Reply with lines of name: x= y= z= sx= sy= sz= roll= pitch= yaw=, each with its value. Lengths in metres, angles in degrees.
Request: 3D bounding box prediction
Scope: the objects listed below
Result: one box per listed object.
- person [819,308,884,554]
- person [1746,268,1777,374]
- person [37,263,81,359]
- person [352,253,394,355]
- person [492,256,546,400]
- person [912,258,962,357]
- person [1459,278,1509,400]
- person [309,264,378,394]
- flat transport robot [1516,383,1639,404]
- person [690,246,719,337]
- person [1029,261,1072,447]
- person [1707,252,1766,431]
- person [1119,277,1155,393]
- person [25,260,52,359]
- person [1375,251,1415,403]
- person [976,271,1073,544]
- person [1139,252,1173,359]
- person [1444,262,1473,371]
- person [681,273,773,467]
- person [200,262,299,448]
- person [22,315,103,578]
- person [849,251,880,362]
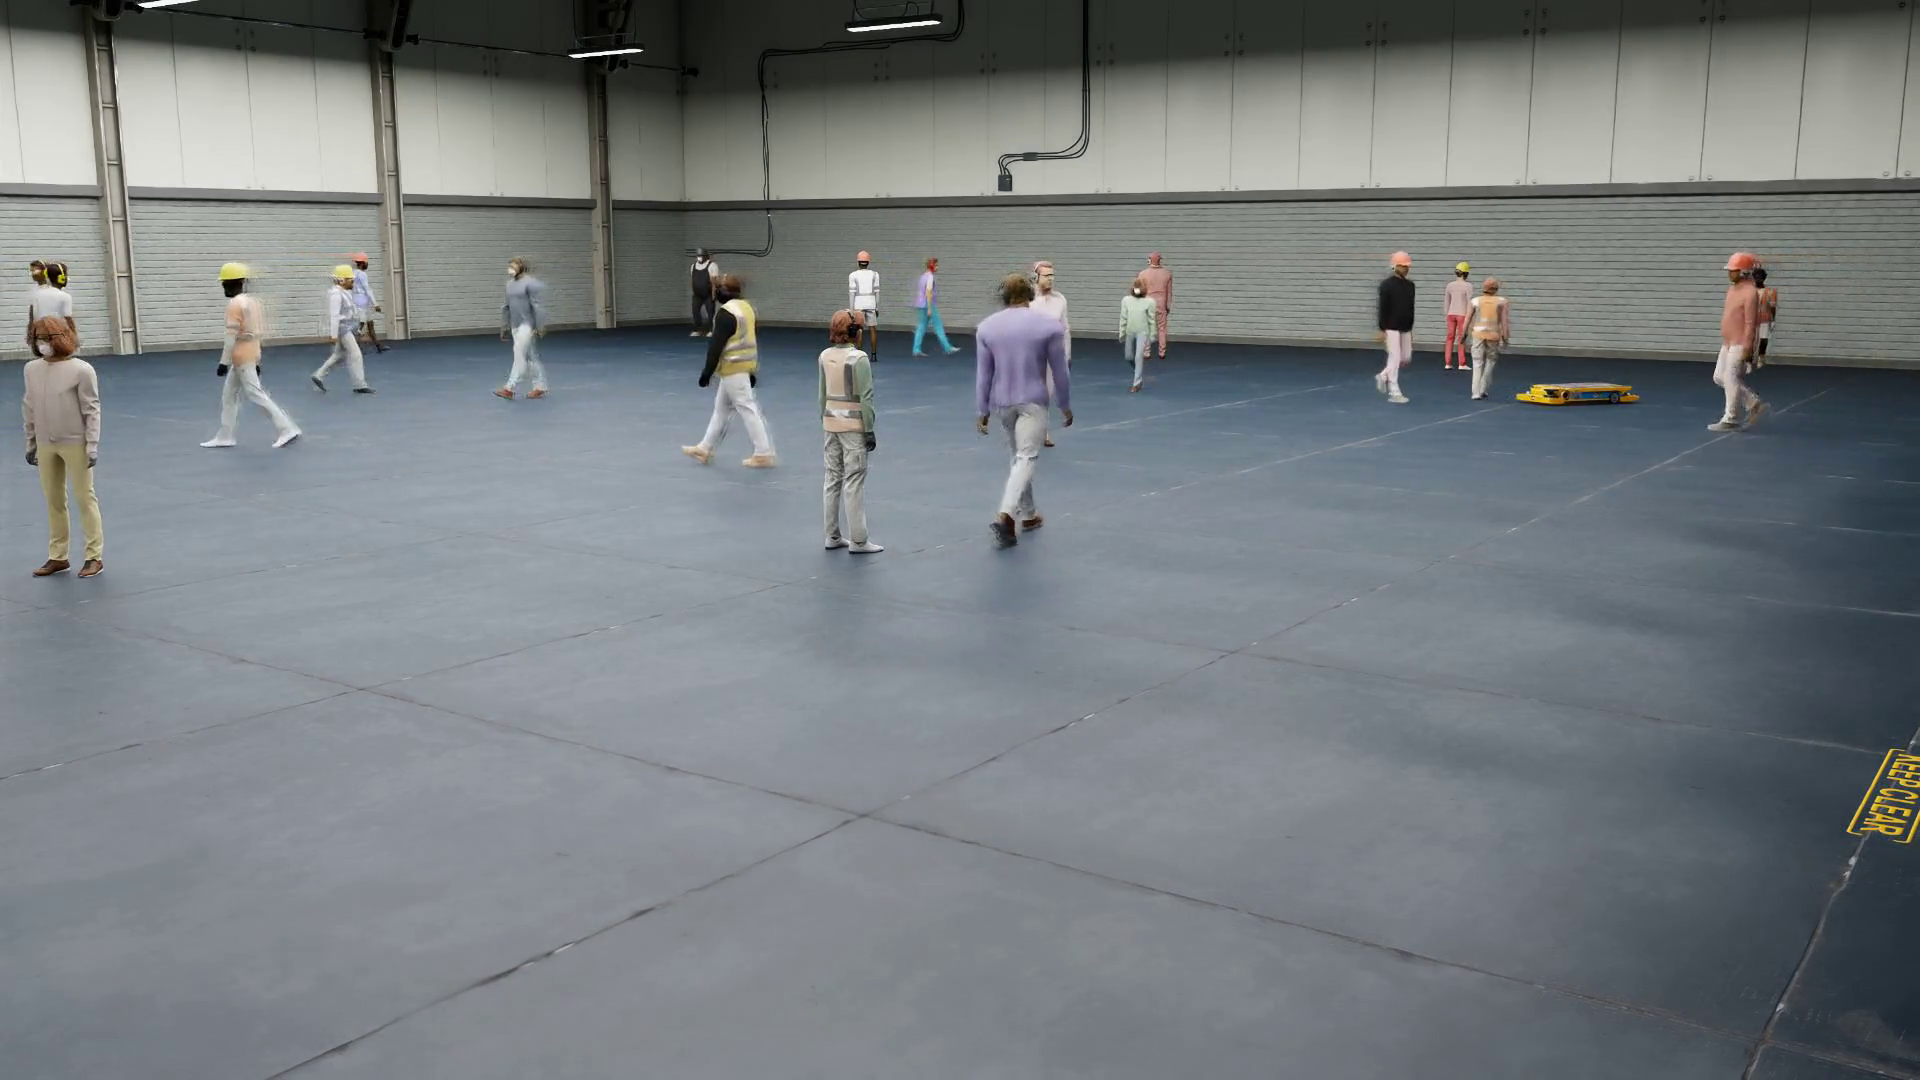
person: x=-0.756 y=-0.726 z=11.179 sx=0.310 sy=1.642 sz=0.514 roll=-9 pitch=14 yaw=-43
person: x=12.730 y=-3.496 z=26.566 sx=0.537 sy=1.678 sz=0.529 roll=5 pitch=11 yaw=25
person: x=-10.395 y=-2.264 z=19.196 sx=0.543 sy=1.852 sz=0.451 roll=4 pitch=11 yaw=22
person: x=-11.034 y=-4.396 z=31.024 sx=0.851 sy=1.897 sz=0.554 roll=-6 pitch=12 yaw=-32
person: x=-5.908 y=-2.798 z=22.039 sx=0.659 sy=1.899 sz=0.968 roll=9 pitch=13 yaw=40
person: x=-0.447 y=-4.238 z=30.387 sx=0.935 sy=1.796 sz=0.593 roll=-2 pitch=10 yaw=-11
person: x=6.993 y=-2.685 z=22.199 sx=0.636 sy=1.605 sz=0.687 roll=3 pitch=11 yaw=16
person: x=-8.545 y=-2.889 z=22.866 sx=0.877 sy=1.801 sz=0.586 roll=-2 pitch=10 yaw=-11
flat transport robot: x=8.060 y=-1.917 z=21.684 sx=1.431 sy=0.197 sz=0.652 roll=-4 pitch=11 yaw=-20
person: x=-5.689 y=-5.489 z=36.734 sx=0.700 sy=2.000 sz=0.806 roll=3 pitch=11 yaw=18
person: x=0.851 y=-1.883 z=16.944 sx=0.678 sy=1.889 sz=0.464 roll=-6 pitch=12 yaw=-31
person: x=8.634 y=-2.181 z=18.376 sx=0.541 sy=1.976 sz=0.633 roll=1 pitch=10 yaw=5
person: x=2.511 y=-2.889 z=23.350 sx=0.508 sy=1.613 sz=0.644 roll=5 pitch=11 yaw=27
person: x=-12.121 y=-2.766 z=22.003 sx=0.524 sy=1.851 sz=0.408 roll=4 pitch=11 yaw=23
person: x=5.695 y=-2.797 z=21.838 sx=0.619 sy=1.976 sz=0.643 roll=-6 pitch=12 yaw=-28
person: x=0.408 y=-0.936 z=11.682 sx=0.655 sy=1.898 sz=0.993 roll=4 pitch=11 yaw=23
person: x=3.490 y=-4.206 z=29.924 sx=0.643 sy=1.909 sz=0.410 roll=-3 pitch=10 yaw=-14
person: x=8.183 y=-3.661 z=27.265 sx=0.330 sy=1.769 sz=0.526 roll=-8 pitch=13 yaw=-38
person: x=-2.172 y=-1.570 z=15.476 sx=0.953 sy=1.791 sz=0.637 roll=2 pitch=10 yaw=9
person: x=-7.241 y=-1.867 z=16.872 sx=0.955 sy=1.891 sz=0.585 roll=-3 pitch=10 yaw=-14
person: x=-5.594 y=-0.578 z=10.368 sx=0.497 sy=1.633 sz=0.288 roll=1 pitch=10 yaw=8
person: x=-1.679 y=-4.079 z=29.124 sx=0.542 sy=1.939 sz=0.369 roll=-3 pitch=10 yaw=-15
